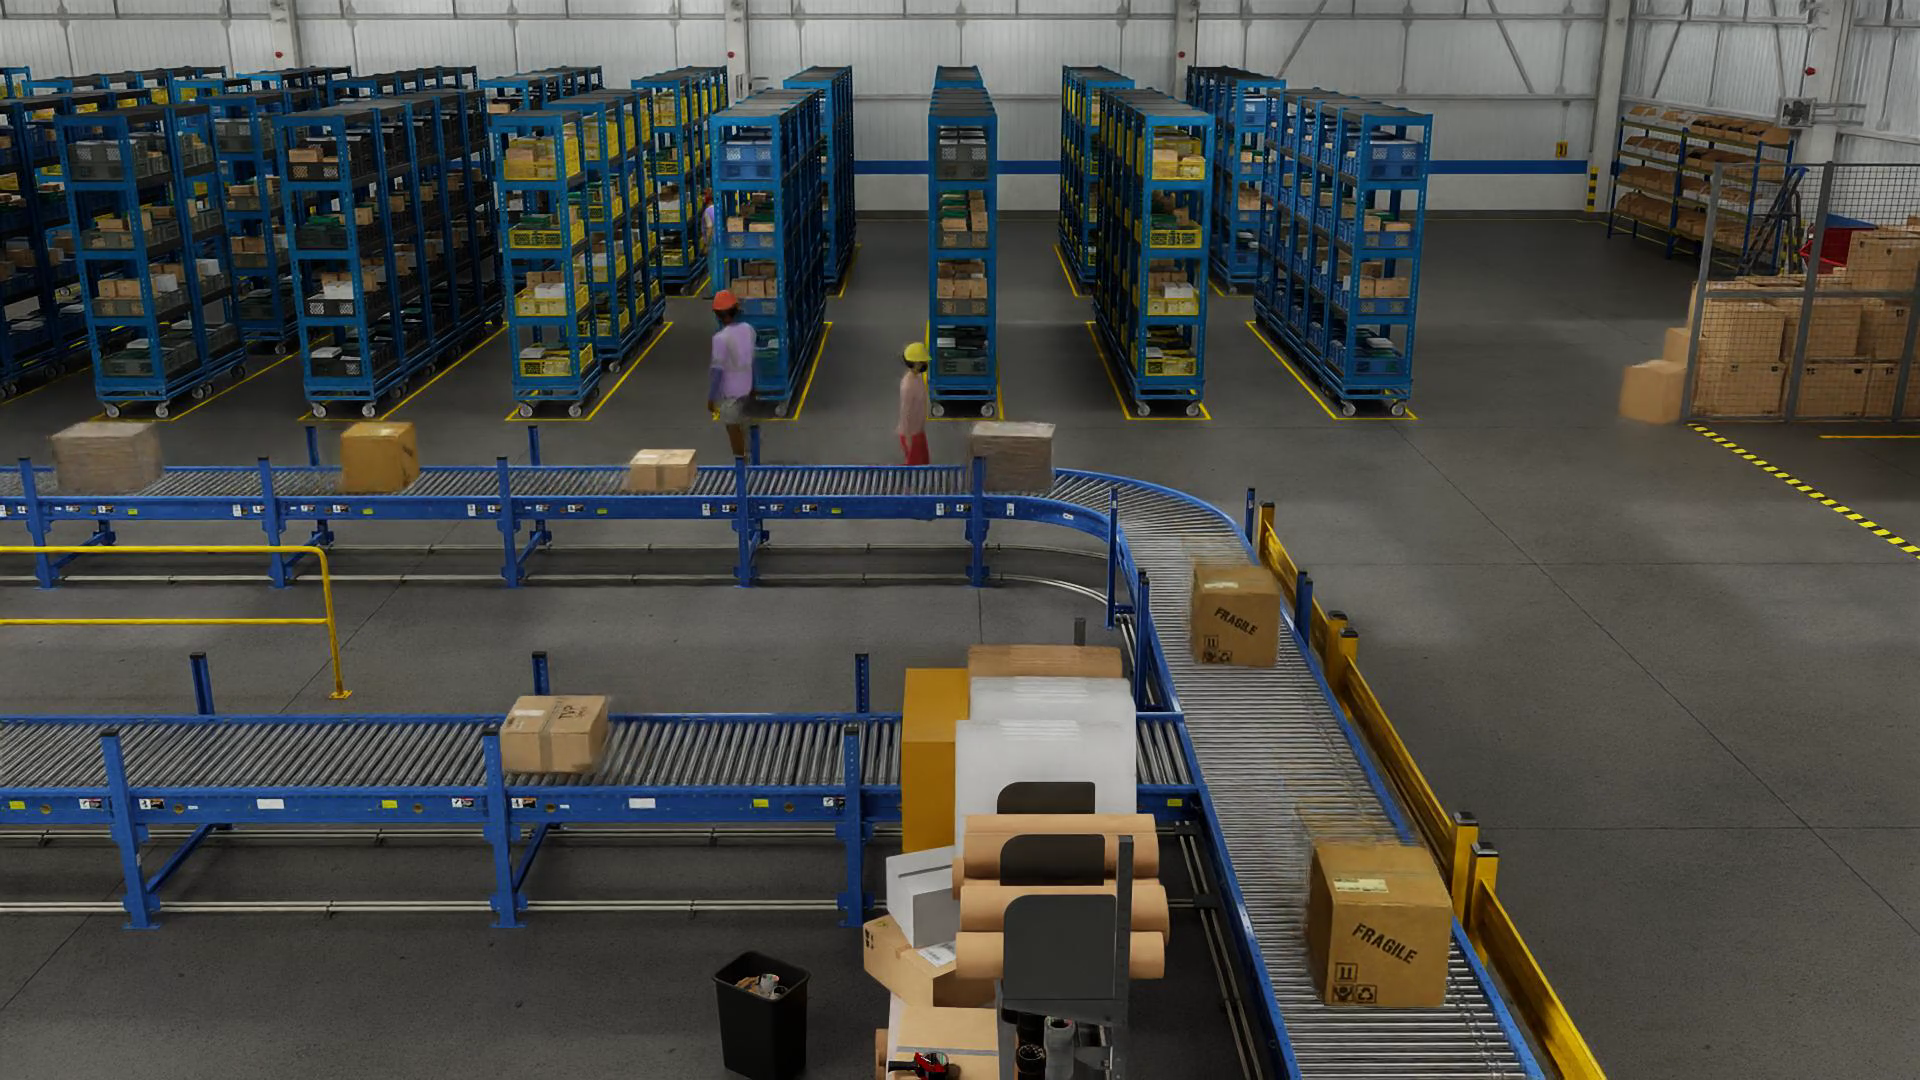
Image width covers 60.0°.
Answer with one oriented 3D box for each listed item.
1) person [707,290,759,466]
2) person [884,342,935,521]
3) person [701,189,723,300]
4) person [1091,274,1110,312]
[{"bbox_3d":[-2.377,-1.565,17.176,0.522,2.025,0.627,10,20,28],"label":"person"},{"bbox_3d":[-0.508,-1.051,16.039,0.511,1.758,0.525,5,19,14],"label":"person"},{"bbox_3d":[-4.153,-4.972,27.966,0.390,1.846,0.565,3,18,10],"label":"person"},{"bbox_3d":[2.635,-4.585,26.606,0.949,1.959,0.612,1,18,3],"label":"person"}]
